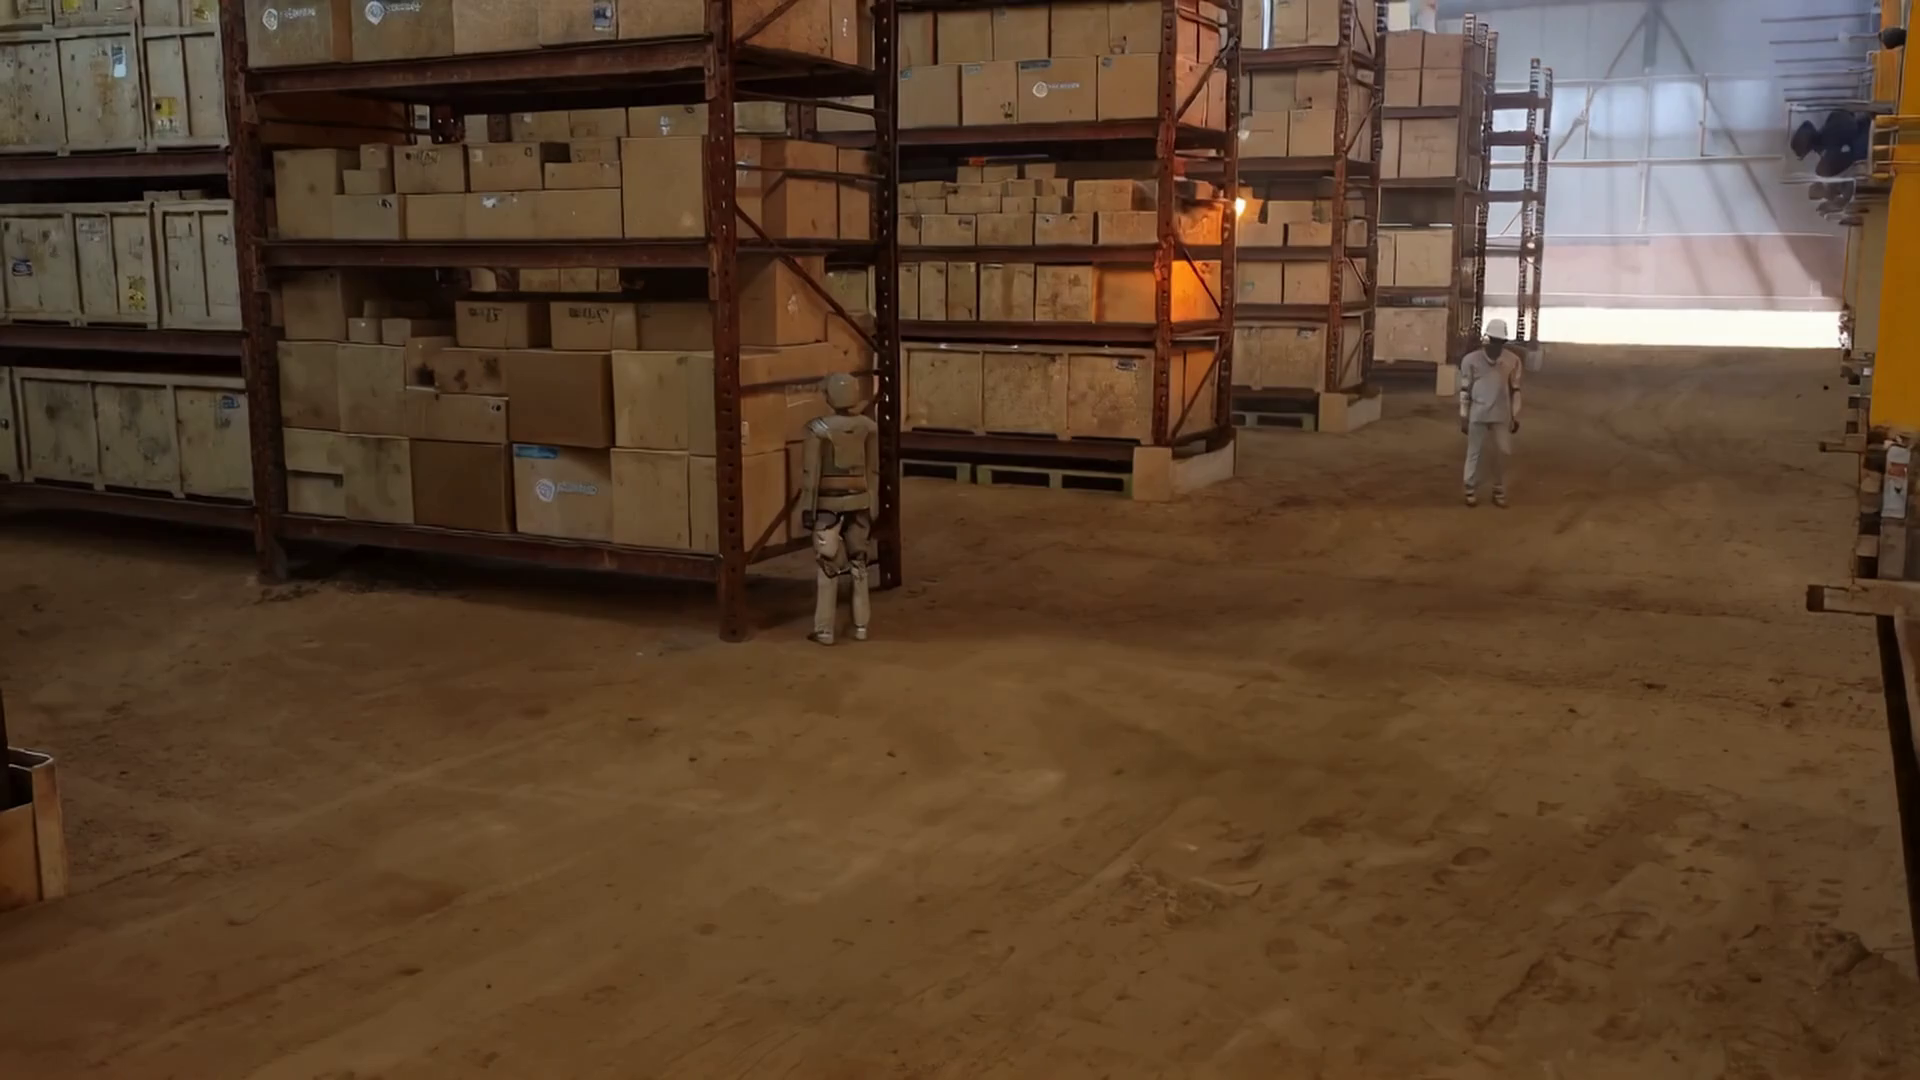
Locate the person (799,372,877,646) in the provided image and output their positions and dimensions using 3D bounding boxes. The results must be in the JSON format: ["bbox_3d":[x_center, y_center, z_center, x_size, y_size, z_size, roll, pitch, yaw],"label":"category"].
[{"bbox_3d":[-0.711,-0.181,9.912,0.523,1.632,0.314,-7,12,-33],"label":"person"}]

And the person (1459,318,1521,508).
[{"bbox_3d":[4.852,-1.154,15.210,0.568,1.744,0.351,0,10,-2],"label":"person"}]
